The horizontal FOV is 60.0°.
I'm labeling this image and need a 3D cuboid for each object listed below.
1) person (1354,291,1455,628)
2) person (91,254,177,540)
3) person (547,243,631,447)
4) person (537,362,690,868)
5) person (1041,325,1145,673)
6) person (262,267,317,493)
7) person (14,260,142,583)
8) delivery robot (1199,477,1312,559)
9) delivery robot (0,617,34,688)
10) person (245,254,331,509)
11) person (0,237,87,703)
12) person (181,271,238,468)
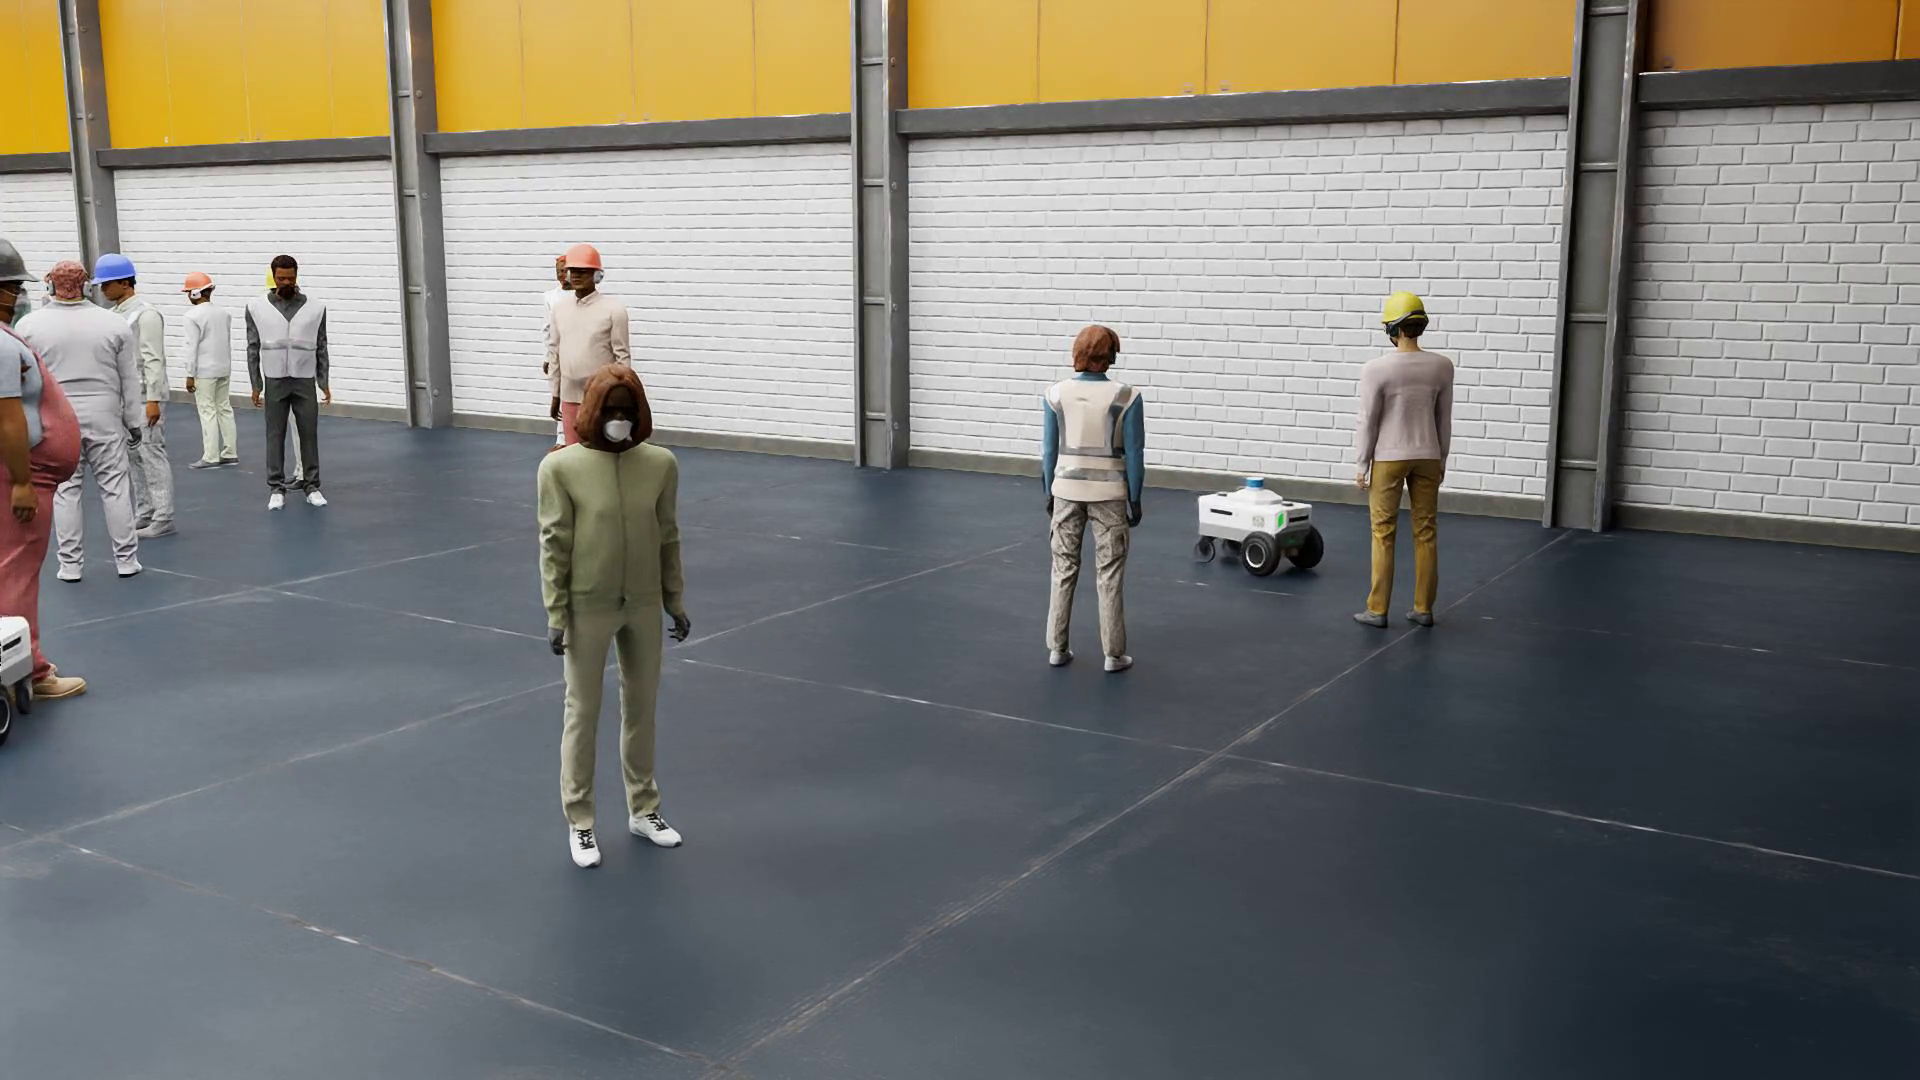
[{"bbox_3d":[2.307,-0.410,8.694,0.525,1.761,0.338,-2,10,-10],"label":"person"},{"bbox_3d":[-5.623,-0.973,11.332,0.622,1.933,0.419,8,13,36],"label":"person"},{"bbox_3d":[-2.503,-0.982,11.193,0.620,1.997,0.372,4,11,20],"label":"person"},{"bbox_3d":[-1.125,0.236,5.451,0.499,1.633,0.279,-8,13,-36],"label":"person"},{"bbox_3d":[0.618,-0.192,7.838,0.512,1.630,0.315,5,11,24],"label":"person"},{"bbox_3d":[-5.390,-1.298,13.427,0.403,1.824,0.586,-4,11,-23],"label":"person"},{"bbox_3d":[-5.224,-0.702,9.896,0.652,1.906,0.403,-6,12,-30],"label":"person"},{"bbox_3d":[1.820,-0.145,10.294,0.477,0.478,0.707,-8,13,-39],"label":"delivery robot"},{"bbox_3d":[-4.097,0.487,6.791,0.477,0.478,0.707,-1,10,-7],"label":"delivery robot"},{"bbox_3d":[-5.083,-1.200,12.627,0.591,1.916,0.392,-6,12,-29],"label":"person"},{"bbox_3d":[-4.187,-0.315,7.377,0.537,2.000,0.689,-10,14,-43],"label":"person"},{"bbox_3d":[-6.714,-1.511,14.826,0.349,1.744,0.566,2,10,12],"label":"person"}]
